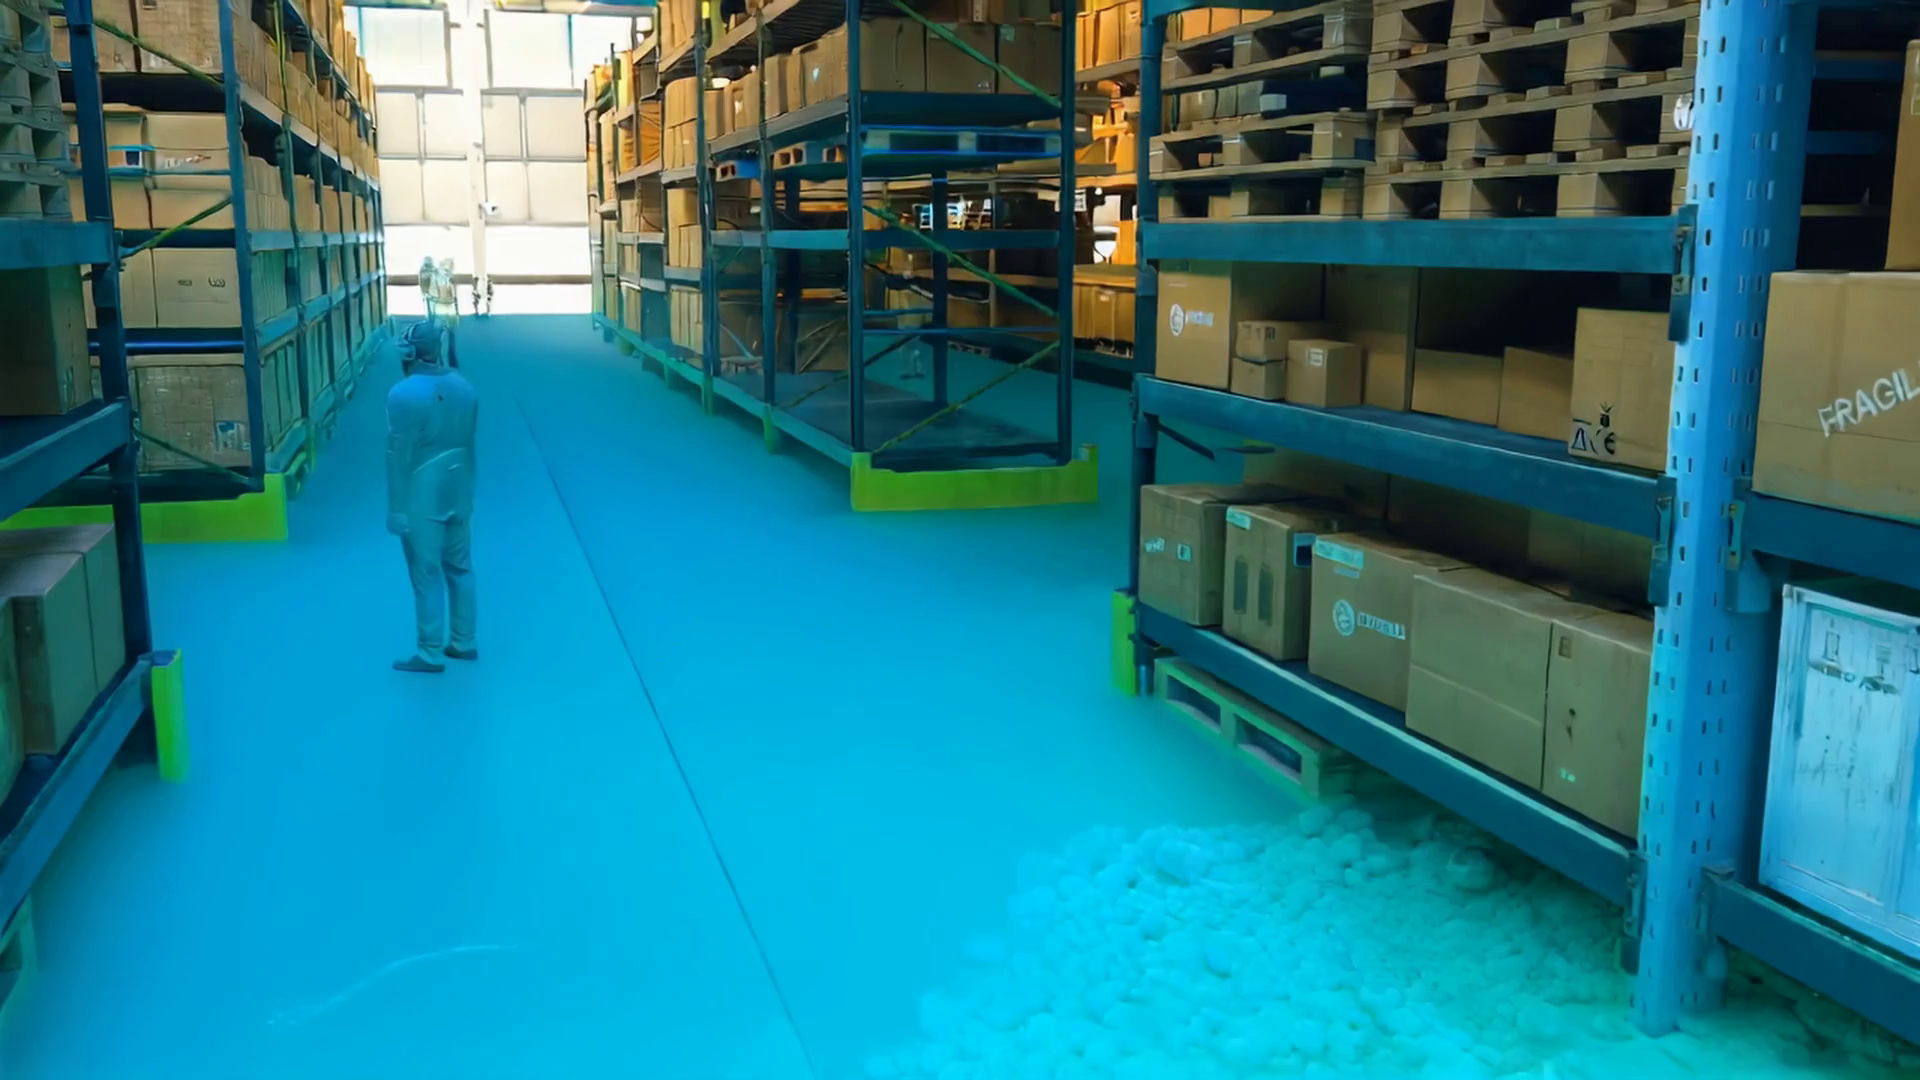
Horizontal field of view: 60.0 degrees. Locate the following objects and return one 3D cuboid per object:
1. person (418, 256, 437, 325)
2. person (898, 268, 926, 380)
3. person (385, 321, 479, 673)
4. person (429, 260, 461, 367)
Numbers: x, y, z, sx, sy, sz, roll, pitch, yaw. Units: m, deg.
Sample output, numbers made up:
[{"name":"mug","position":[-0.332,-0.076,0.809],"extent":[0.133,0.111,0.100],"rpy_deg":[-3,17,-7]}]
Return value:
[{"name":"person","position":[-13.846,-6.479,43.439],"extent":[0.630,1.843,0.429],"rpy_deg":[8,13,38]},{"name":"person","position":[-0.815,-3.545,27.378],"extent":[0.404,1.833,0.592],"rpy_deg":[8,13,39]},{"name":"person","position":[-2.889,-0.234,9.058],"extent":[0.399,1.900,0.645],"rpy_deg":[4,11,20]},{"name":"person","position":[-9.294,-4.084,30.056],"extent":[0.543,1.933,0.363],"rpy_deg":[-10,14,-43]}]
